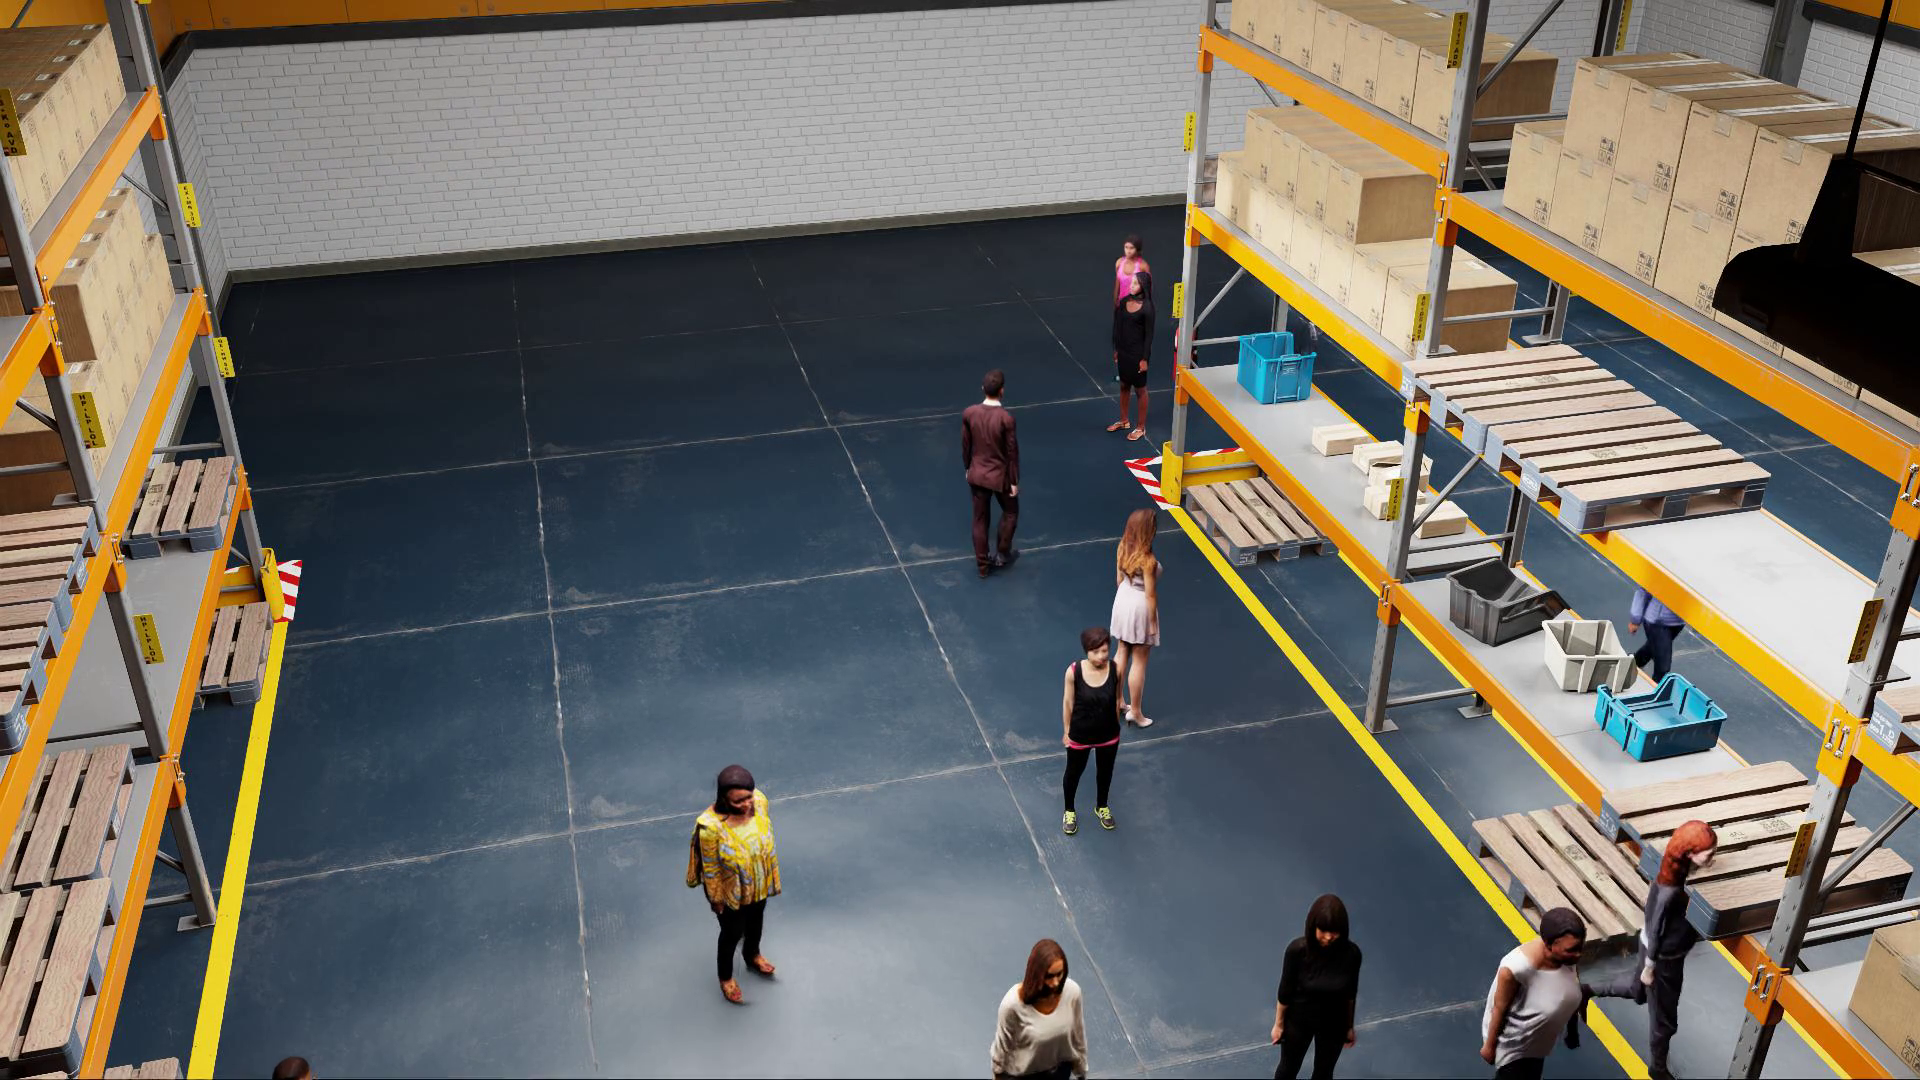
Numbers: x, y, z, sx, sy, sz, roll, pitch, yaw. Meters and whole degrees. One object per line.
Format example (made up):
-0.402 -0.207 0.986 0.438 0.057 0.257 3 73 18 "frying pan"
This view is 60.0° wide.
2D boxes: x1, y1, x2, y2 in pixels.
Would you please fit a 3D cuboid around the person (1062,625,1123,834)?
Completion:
0.882 1.237 11.021 0.561 1.553 0.518 -5 29 -9 "person"

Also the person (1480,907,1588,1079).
2.871 2.510 8.562 0.778 1.672 0.824 -21 35 -33 "person"

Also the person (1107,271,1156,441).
1.725 -1.841 16.489 0.744 1.720 0.602 -22 36 -35 "person"

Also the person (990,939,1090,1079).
0.360 2.611 8.383 0.660 1.665 0.641 -10 30 -18 "person"

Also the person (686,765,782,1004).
-1.286 1.952 9.615 0.924 1.643 0.872 23 36 35 "person"

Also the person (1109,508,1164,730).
1.267 0.562 12.031 0.695 1.769 0.603 -17 33 -28 "person"

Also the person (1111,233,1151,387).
1.857 -2.459 17.635 0.692 1.707 0.747 12 31 20 "person"

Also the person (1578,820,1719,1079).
3.752 2.209 9.028 0.916 1.754 1.103 -24 37 -37 "person"

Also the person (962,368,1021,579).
0.235 -0.508 13.903 0.877 1.856 0.929 12 31 21 "person"

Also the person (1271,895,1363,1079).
1.844 2.488 8.634 0.641 1.641 0.590 0 29 0 "person"
